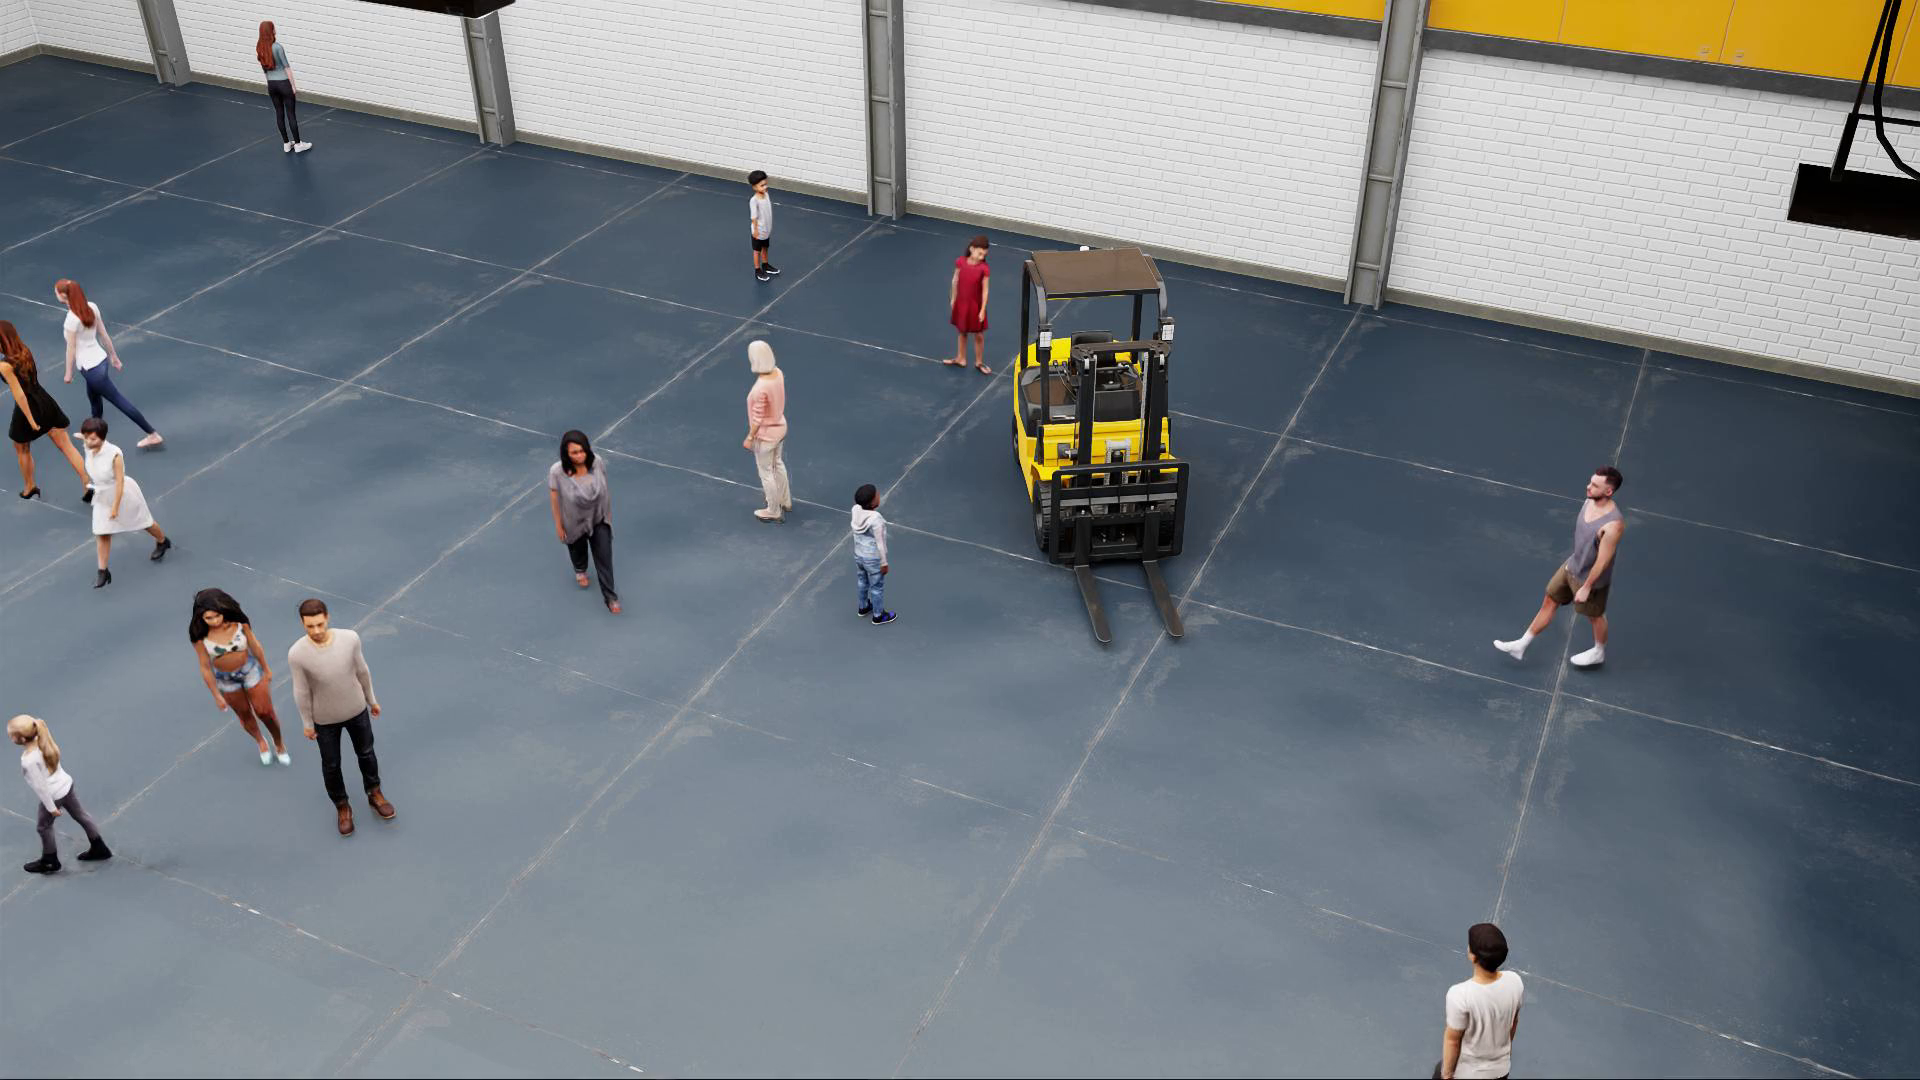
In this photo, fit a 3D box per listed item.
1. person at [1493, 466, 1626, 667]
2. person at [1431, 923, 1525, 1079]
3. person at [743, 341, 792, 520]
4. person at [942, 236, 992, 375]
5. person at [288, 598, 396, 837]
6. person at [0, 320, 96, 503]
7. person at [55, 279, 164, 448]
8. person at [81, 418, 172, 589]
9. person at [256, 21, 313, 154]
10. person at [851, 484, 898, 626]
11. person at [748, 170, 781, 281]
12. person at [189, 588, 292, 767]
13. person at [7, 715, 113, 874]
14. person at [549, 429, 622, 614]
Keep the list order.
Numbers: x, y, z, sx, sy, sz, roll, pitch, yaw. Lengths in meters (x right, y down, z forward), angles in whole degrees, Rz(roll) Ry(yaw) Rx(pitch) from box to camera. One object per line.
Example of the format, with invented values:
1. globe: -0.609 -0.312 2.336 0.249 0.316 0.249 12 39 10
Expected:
1. person: 4.846 0.245 12.619 1.235 1.802 1.030 -3 34 -5
2. person: 2.774 2.825 8.851 1.005 1.680 1.042 -8 34 -12
3. person: -1.641 -0.940 14.480 0.582 1.719 0.634 12 35 17
4. person: 0.064 -2.424 16.886 0.559 1.526 0.773 23 40 30
5. person: -4.180 1.150 11.204 0.744 1.865 0.736 -21 39 -29
6. person: -8.006 -1.077 14.611 1.023 1.802 0.720 7 34 10
7. person: -7.940 -1.588 15.477 1.204 1.694 0.901 0 34 0
8. person: -6.932 -0.373 13.824 0.963 1.500 0.706 12 35 17
9. person: -9.038 -6.028 22.113 0.519 1.743 0.661 10 35 14
10. person: -0.725 0.102 13.327 0.612 1.260 0.526 -26 41 -33
11. person: -2.258 -3.595 18.890 0.484 1.259 0.496 17 37 23
12. person: -5.102 0.944 11.754 0.749 1.599 0.805 -17 37 -23
13. person: -5.907 1.658 10.983 0.816 1.263 0.680 0 34 -1
14. person: -3.080 -0.223 13.537 1.033 1.569 1.144 -15 36 -21
